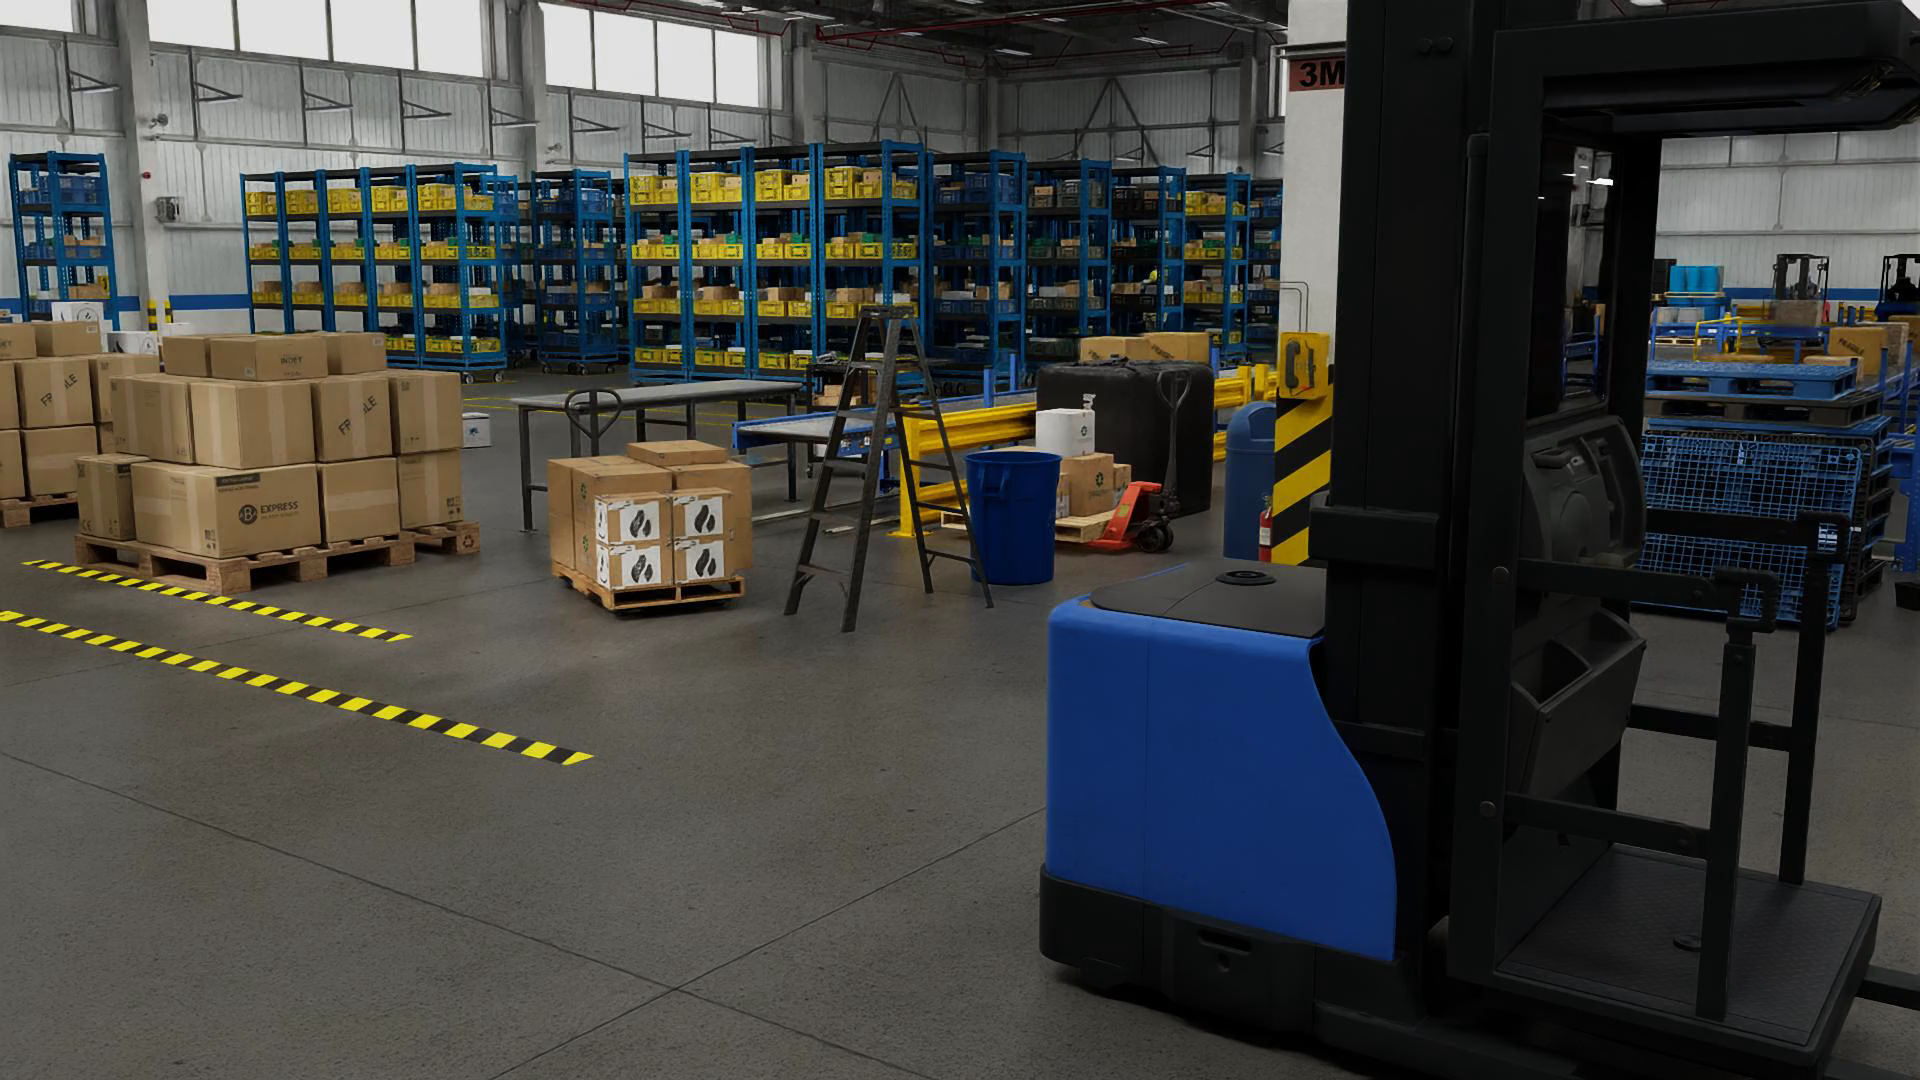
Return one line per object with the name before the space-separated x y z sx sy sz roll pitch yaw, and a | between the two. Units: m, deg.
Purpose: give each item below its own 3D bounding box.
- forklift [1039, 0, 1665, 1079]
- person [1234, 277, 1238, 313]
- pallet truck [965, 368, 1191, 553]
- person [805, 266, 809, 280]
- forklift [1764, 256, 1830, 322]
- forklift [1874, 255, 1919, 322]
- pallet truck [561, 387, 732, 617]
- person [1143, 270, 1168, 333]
forklift | 1.249 -0.137 4.360 1.873 2.768 1.129 7 12 35
person | 7.384 -6.489 45.260 0.564 1.847 0.397 -6 11 -34
pallet truck | 0.845 -0.609 11.869 1.630 1.274 0.653 7 12 35
person | -3.454 -5.290 37.687 0.623 1.989 0.399 6 11 31
forklift | 20.253 -5.854 40.139 1.157 1.987 2.680 7 12 35
forklift | 22.089 -5.634 38.796 1.157 1.987 2.680 6 11 33
pallet truck | -1.981 -0.274 10.088 0.680 1.201 1.601 -5 11 -28
person | 3.779 -4.313 32.336 0.403 1.837 0.590 -9 13 -43
